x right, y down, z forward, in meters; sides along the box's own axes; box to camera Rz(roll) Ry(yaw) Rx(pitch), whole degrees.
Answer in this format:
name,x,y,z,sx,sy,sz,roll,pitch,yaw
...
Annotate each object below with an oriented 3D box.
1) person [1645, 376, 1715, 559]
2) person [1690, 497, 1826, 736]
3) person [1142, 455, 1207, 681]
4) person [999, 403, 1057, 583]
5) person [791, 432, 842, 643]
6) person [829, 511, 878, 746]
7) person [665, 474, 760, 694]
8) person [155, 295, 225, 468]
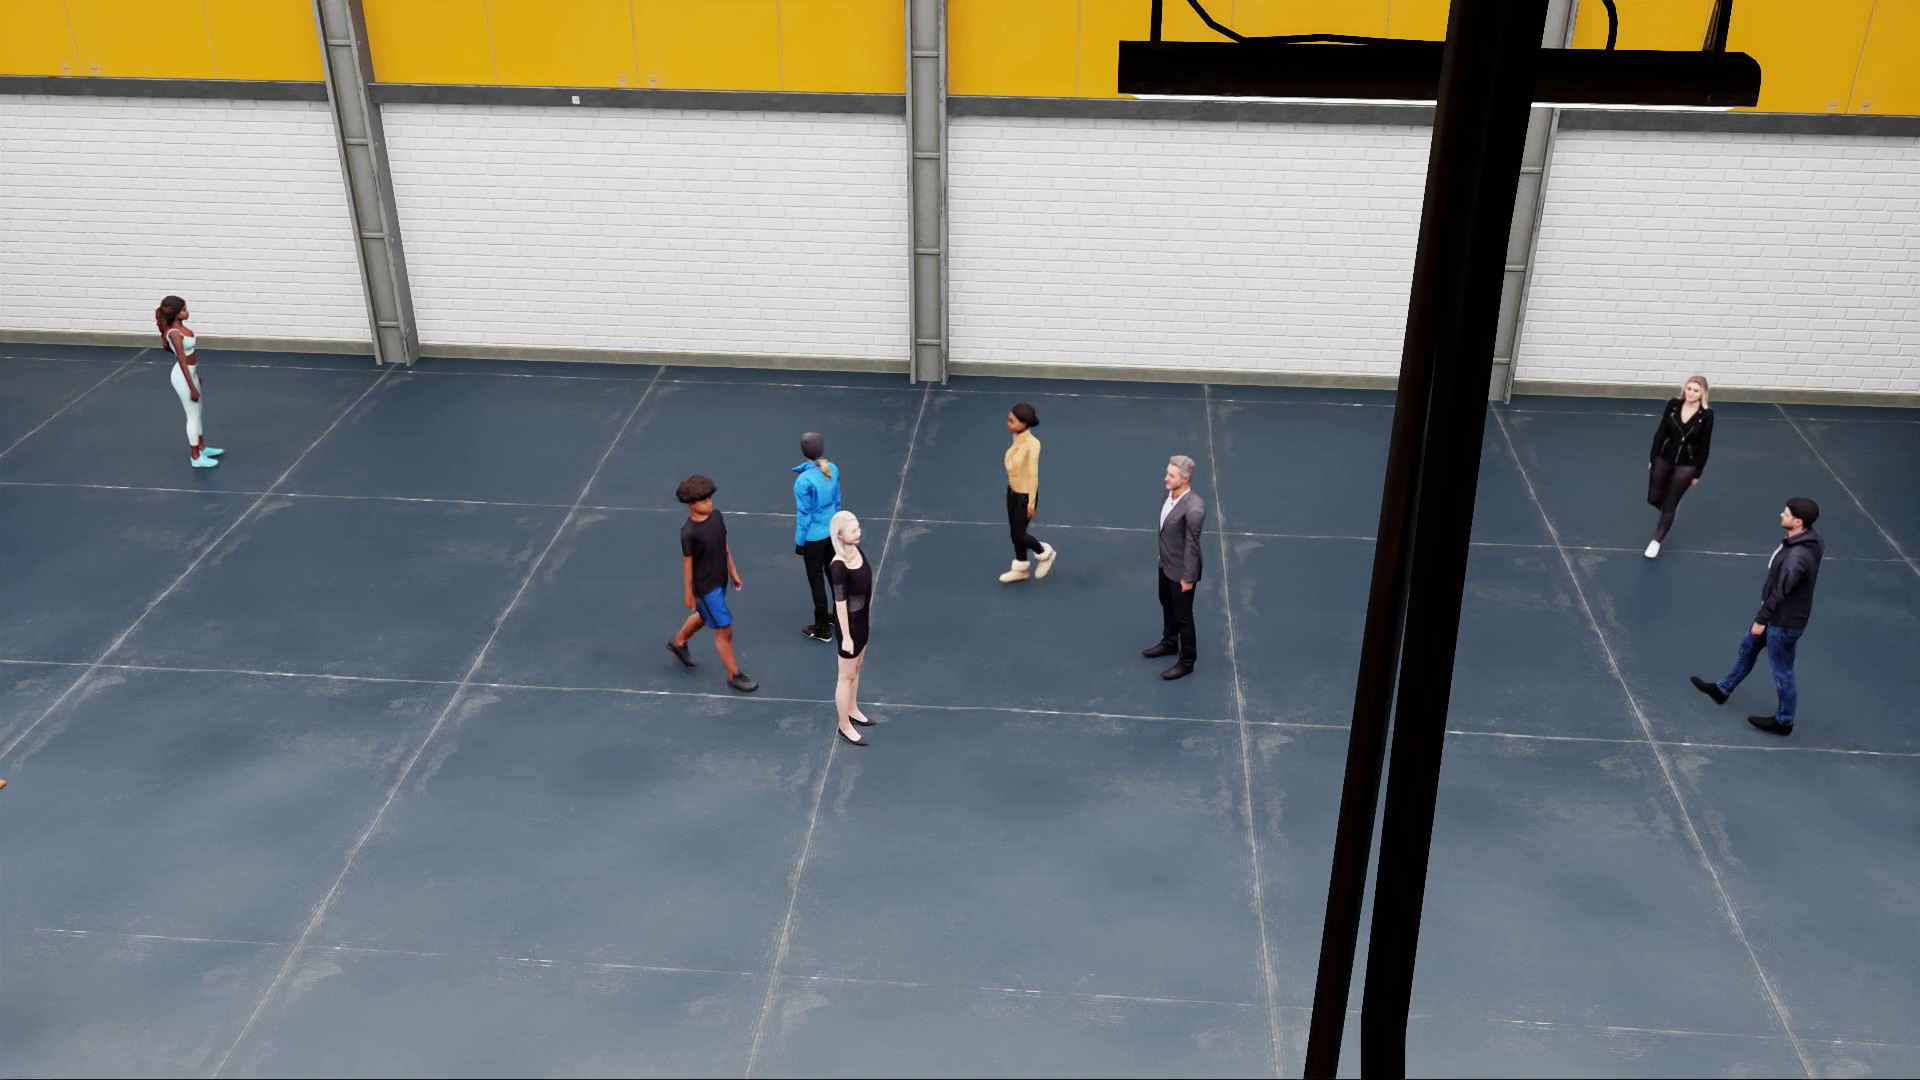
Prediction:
name,x,y,z,sx,sy,sz,roll,pitch,yaw
person,6.251,-0.672,14.457,0.896,1.678,0.918,20,35,32
person,6.027,0.584,11.962,1.135,1.861,0.981,18,34,30
person,1.671,0.175,12.742,0.741,1.832,0.788,-9,30,-16
person,0.601,-0.388,13.964,0.854,1.651,0.777,-12,31,-20
person,-1.106,-0.031,13.153,0.720,1.800,0.694,23,36,36
person,-0.783,0.616,11.937,0.539,1.830,0.609,7,29,12
person,-1.970,0.298,12.585,1.215,1.768,0.906,13,31,23
person,-7.431,-1.534,15.990,0.651,1.723,0.644,-9,30,-16
